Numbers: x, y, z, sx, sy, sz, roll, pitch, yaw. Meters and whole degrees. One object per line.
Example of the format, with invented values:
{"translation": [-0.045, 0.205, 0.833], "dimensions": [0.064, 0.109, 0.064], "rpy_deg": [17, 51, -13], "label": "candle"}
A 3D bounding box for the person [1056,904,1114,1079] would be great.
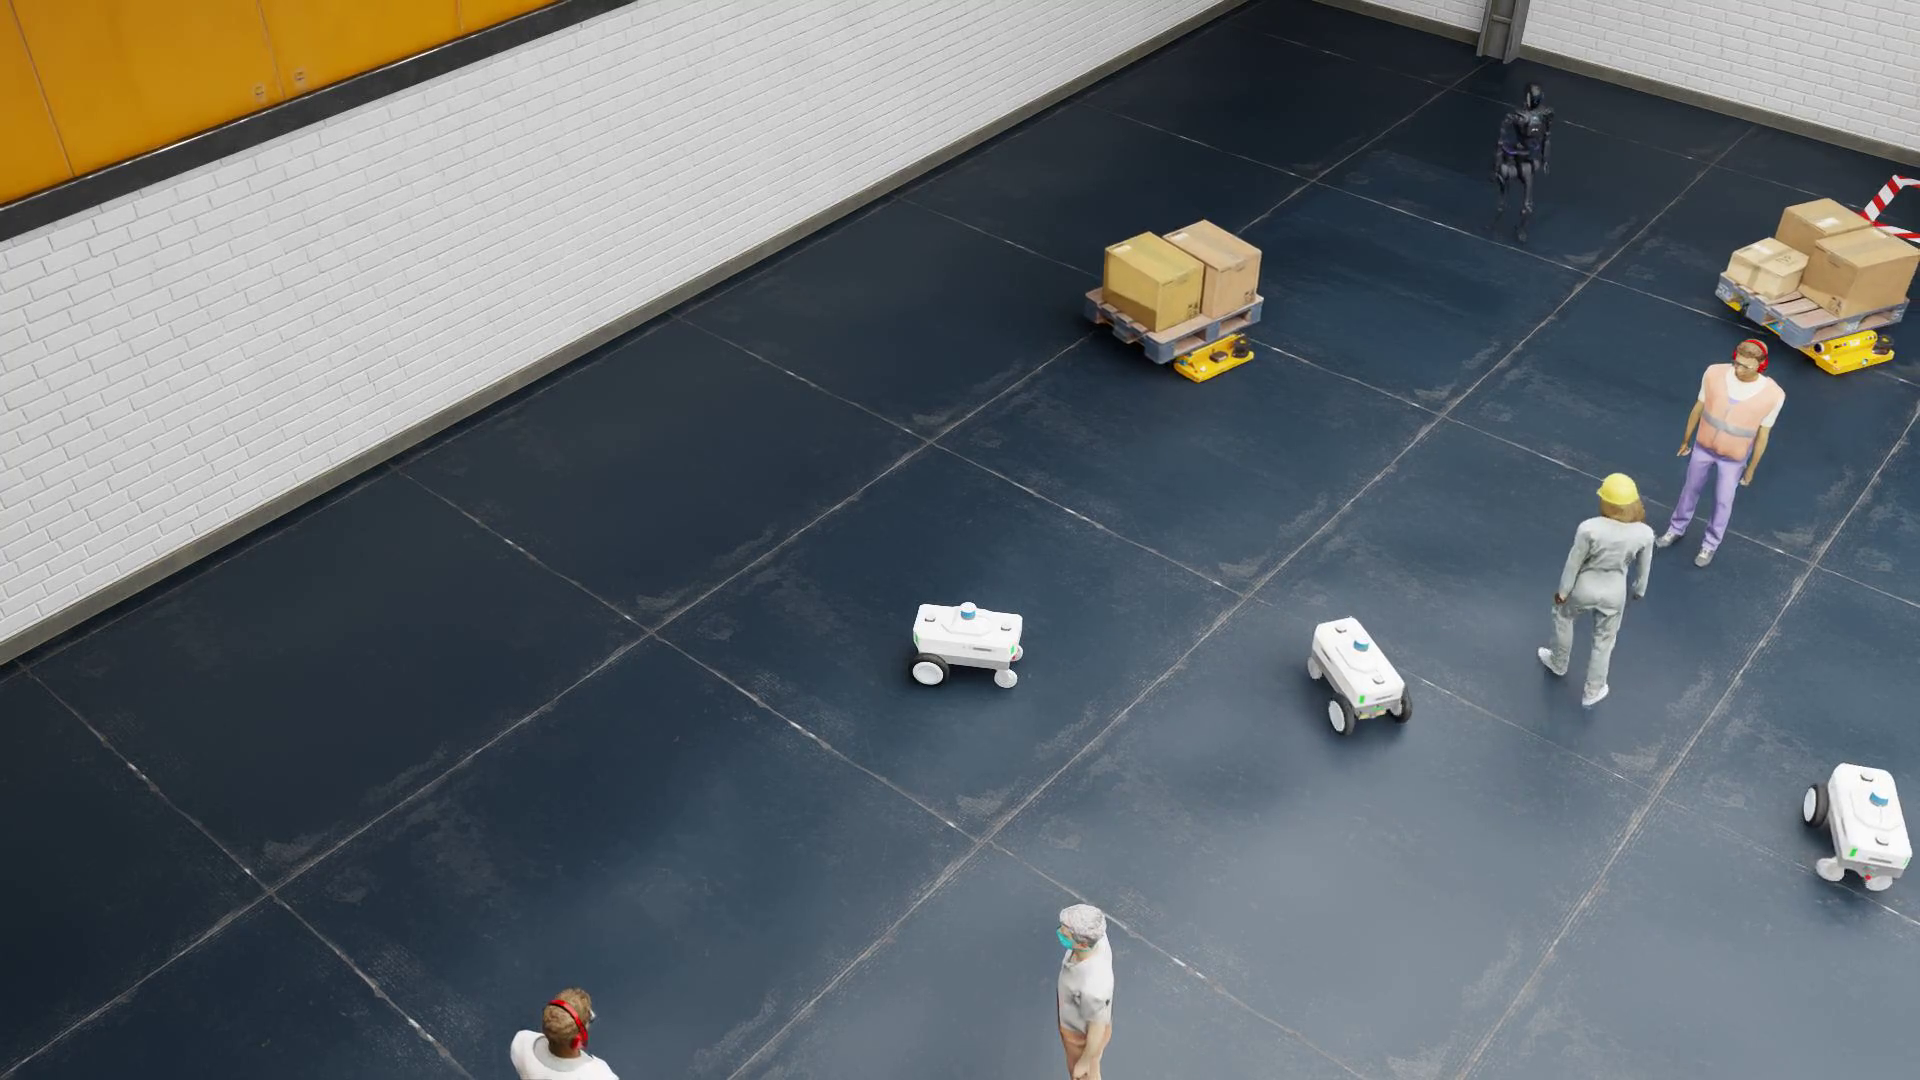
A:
{"translation": [0.594, 2.375, 8.160], "dimensions": [0.302, 1.744, 0.493], "rpy_deg": [-1, 39, -1], "label": "person"}

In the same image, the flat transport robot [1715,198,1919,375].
{"translation": [7.464, -1.950, 14.707], "dimensions": [0.659, 0.231, 1.431], "rpy_deg": [-14, 41, -17], "label": "flat transport robot"}

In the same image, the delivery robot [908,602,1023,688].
{"translation": [0.031, 0.679, 11.225], "dimensions": [0.794, 0.606, 0.499], "rpy_deg": [6, 39, 8], "label": "delivery robot"}

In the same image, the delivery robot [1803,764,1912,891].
{"translation": [5.415, 1.695, 9.962], "dimensions": [0.499, 0.604, 0.776], "rpy_deg": [9, 40, 11], "label": "delivery robot"}

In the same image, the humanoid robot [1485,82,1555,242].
{"translation": [5.241, -3.548, 15.581], "dimensions": [0.610, 1.635, 0.408], "rpy_deg": [-8, 40, -10], "label": "humanoid robot"}

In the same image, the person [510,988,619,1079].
{"translation": [-1.733, 2.729, 7.656], "dimensions": [0.564, 1.832, 0.411], "rpy_deg": [18, 42, 21], "label": "person"}

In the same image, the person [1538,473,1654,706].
{"translation": [4.146, 0.288, 10.773], "dimensions": [0.567, 1.715, 0.581], "rpy_deg": [5, 39, 6], "label": "person"}

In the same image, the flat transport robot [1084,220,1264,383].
{"translation": [1.847, -1.857, 14.591], "dimensions": [0.659, 0.231, 1.431], "rpy_deg": [-25, 45, -28], "label": "flat transport robot"}

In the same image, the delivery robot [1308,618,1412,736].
{"translation": [2.620, 0.881, 10.962], "dimensions": [0.499, 0.592, 0.774], "rpy_deg": [-11, 40, -13], "label": "delivery robot"}

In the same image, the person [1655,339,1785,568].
{"translation": [5.427, -0.650, 11.845], "dimensions": [0.560, 1.838, 0.378], "rpy_deg": [31, 48, 33], "label": "person"}
